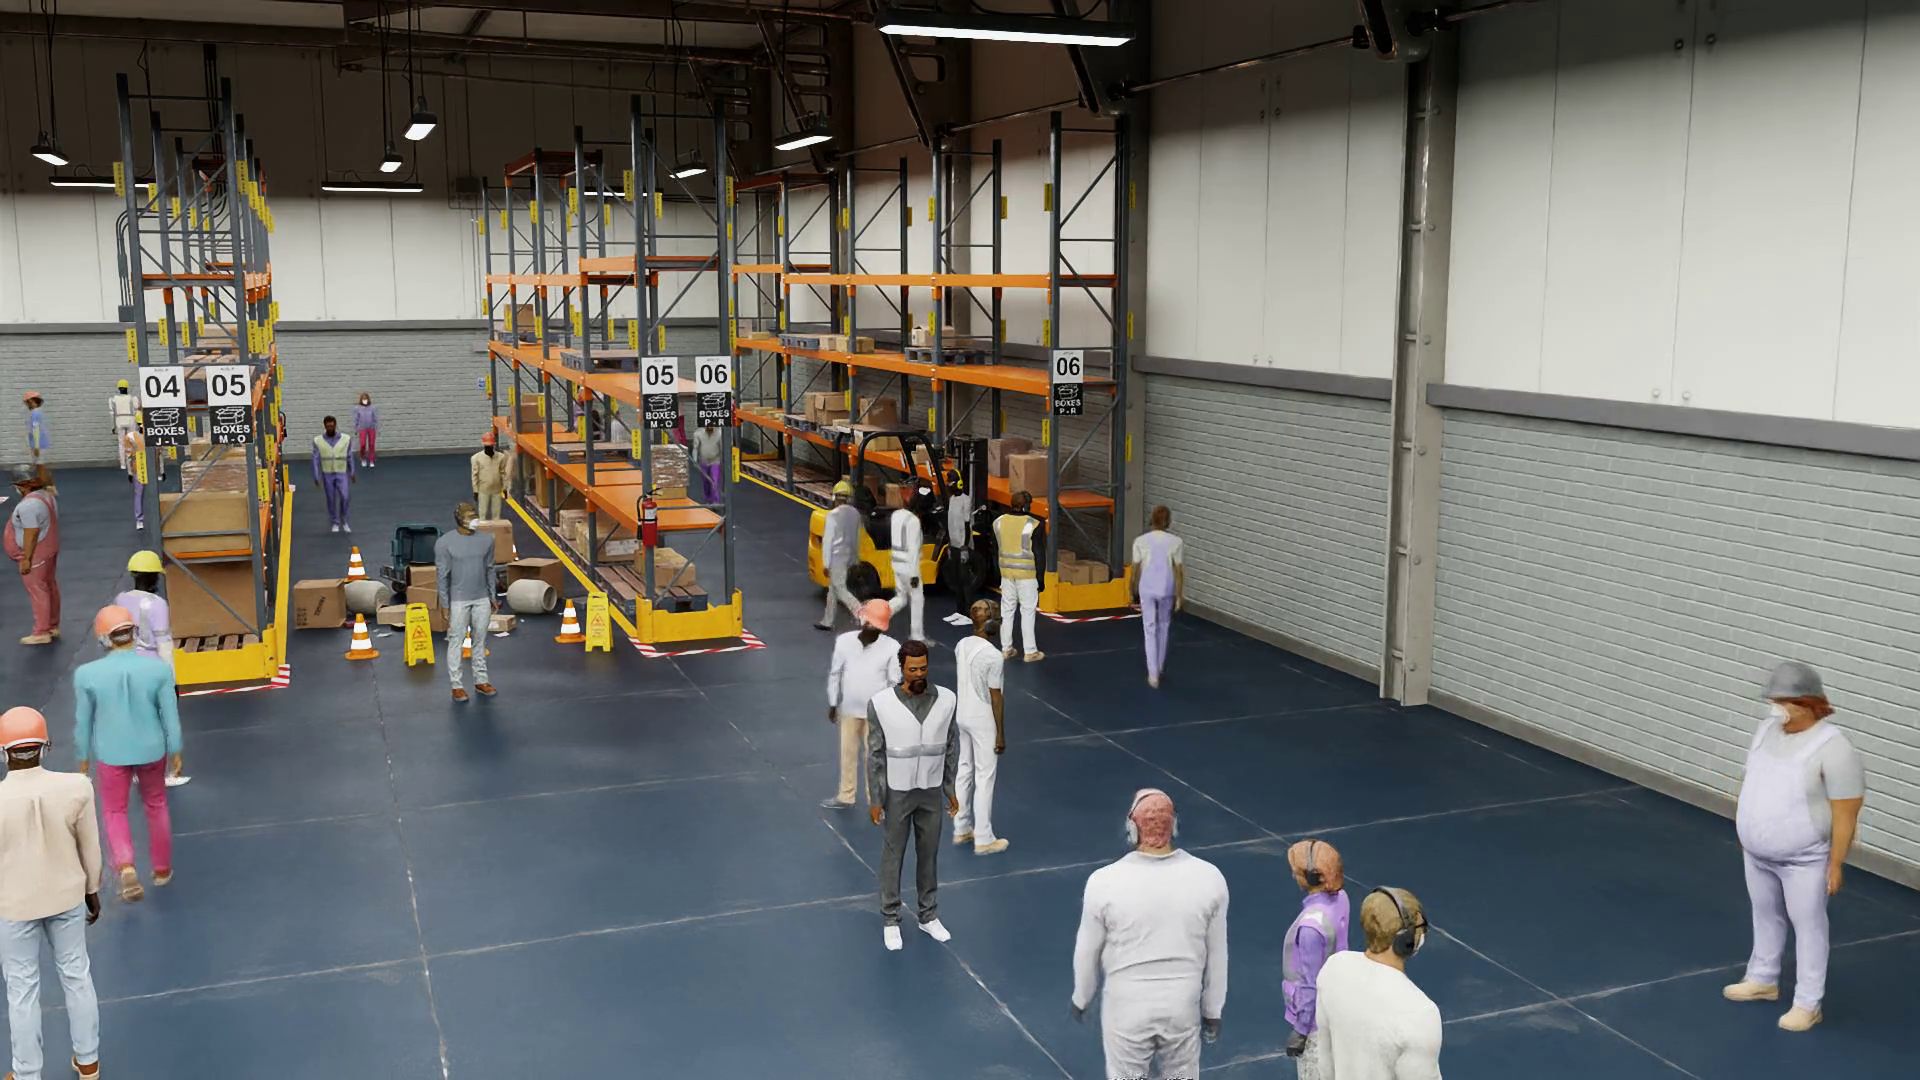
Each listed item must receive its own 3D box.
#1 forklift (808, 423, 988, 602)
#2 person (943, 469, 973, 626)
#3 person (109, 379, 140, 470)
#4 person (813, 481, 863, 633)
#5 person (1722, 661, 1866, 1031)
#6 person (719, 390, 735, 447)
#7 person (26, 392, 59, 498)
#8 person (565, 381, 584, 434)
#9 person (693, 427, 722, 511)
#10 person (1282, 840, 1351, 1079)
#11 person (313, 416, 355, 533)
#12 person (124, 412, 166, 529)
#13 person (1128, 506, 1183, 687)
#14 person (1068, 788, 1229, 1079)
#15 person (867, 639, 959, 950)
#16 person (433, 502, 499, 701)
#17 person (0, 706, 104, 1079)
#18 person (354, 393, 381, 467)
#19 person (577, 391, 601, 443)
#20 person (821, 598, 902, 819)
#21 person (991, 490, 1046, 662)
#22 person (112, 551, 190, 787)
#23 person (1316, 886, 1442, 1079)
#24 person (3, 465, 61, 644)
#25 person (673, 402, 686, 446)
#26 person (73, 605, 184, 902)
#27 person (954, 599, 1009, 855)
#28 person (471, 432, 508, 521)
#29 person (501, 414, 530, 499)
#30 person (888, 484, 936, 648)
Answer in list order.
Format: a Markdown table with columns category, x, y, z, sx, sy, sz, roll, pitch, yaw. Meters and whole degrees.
| category | x | y | z | sx | sy | sz | roll | pitch | yaw |
| --- | --- | --- | --- | --- | --- | --- | --- | --- | --- |
| forklift | -0.830 | -0.399 | 21.676 | 2.313 | 2.155 | 1.214 | -4 | 10 | -21 |
| person | -0.013 | 0.084 | 19.704 | 0.327 | 1.861 | 0.499 | -4 | 10 | -26 |
| person | -17.788 | -2.458 | 35.470 | 0.584 | 1.928 | 0.372 | -3 | 9 | -16 |
| person | -1.310 | 0.221 | 19.080 | 0.838 | 1.787 | 0.604 | 5 | 10 | 30 |
| person | 4.559 | 1.661 | 9.190 | 0.535 | 2.000 | 0.693 | -3 | 9 | -17 |
| person | -5.574 | -3.046 | 39.717 | 0.575 | 1.749 | 0.335 | 4 | 10 | 26 |
| person | -16.985 | -1.722 | 30.683 | 0.397 | 1.989 | 0.711 | -3 | 10 | -19 |
| person | -8.019 | -2.393 | 34.753 | 0.406 | 2.036 | 0.601 | -5 | 10 | -26 |
| person | -4.428 | -1.380 | 29.393 | 0.568 | 1.704 | 0.890 | 0 | 9 | -3 |
| person | 1.597 | 2.135 | 7.469 | 0.303 | 1.640 | 0.514 | 4 | 10 | 26 |
| person | -10.001 | -1.029 | 26.587 | 0.635 | 1.883 | 0.857 | -4 | 10 | -23 |
| person | -13.314 | -1.145 | 27.210 | 0.585 | 1.928 | 0.368 | -8 | 12 | -40 |
| person | 1.985 | 0.545 | 16.962 | 0.540 | 1.796 | 0.841 | 0 | 9 | 2 |
| person | 0.832 | 2.027 | 7.345 | 0.677 | 1.901 | 0.411 | -2 | 9 | -11 |
| person | -0.294 | 1.549 | 10.281 | 0.596 | 1.918 | 0.385 | -4 | 10 | -24 |
| person | -4.802 | 0.590 | 16.252 | 0.368 | 1.940 | 0.632 | 9 | 13 | 44 |
| person | -4.642 | 1.815 | 8.368 | 0.381 | 1.995 | 0.611 | 9 | 12 | 43 |
| person | -12.785 | -2.370 | 35.888 | 0.518 | 1.614 | 0.483 | -4 | 10 | -24 |
| person | -6.880 | -1.735 | 30.616 | 0.487 | 2.026 | 0.617 | 2 | 9 | 12 |
| person | -0.780 | 1.276 | 12.677 | 0.705 | 1.719 | 0.320 | 3 | 10 | 19 |
| person | 0.651 | 0.383 | 17.865 | 0.633 | 1.841 | 0.429 | 6 | 11 | 32 |
| person | -6.581 | 1.045 | 13.487 | 0.651 | 1.918 | 0.417 | 4 | 10 | 25 |
| person | 1.551 | 2.202 | 6.109 | 0.372 | 1.940 | 0.631 | -4 | 10 | -25 |
| person | -10.459 | 0.146 | 18.729 | 0.536 | 2.000 | 0.676 | -1 | 9 | -9 |
| person | -6.588 | -2.864 | 38.576 | 0.350 | 1.758 | 0.522 | 4 | 10 | 22 |
| person | -5.472 | 1.417 | 10.996 | 0.644 | 1.962 | 0.791 | -6 | 11 | -31 |
| person | 0.150 | 1.332 | 11.927 | 0.343 | 1.838 | 0.501 | -7 | 11 | -36 |
| person | -7.188 | -0.781 | 25.475 | 0.564 | 1.747 | 0.339 | -7 | 12 | -38 |
| person | -8.199 | -1.536 | 30.658 | 0.491 | 1.597 | 0.723 | 6 | 11 | 32 |
| person | -0.658 | 0.309 | 18.297 | 0.766 | 1.861 | 0.582 | -5 | 10 | -29 |
